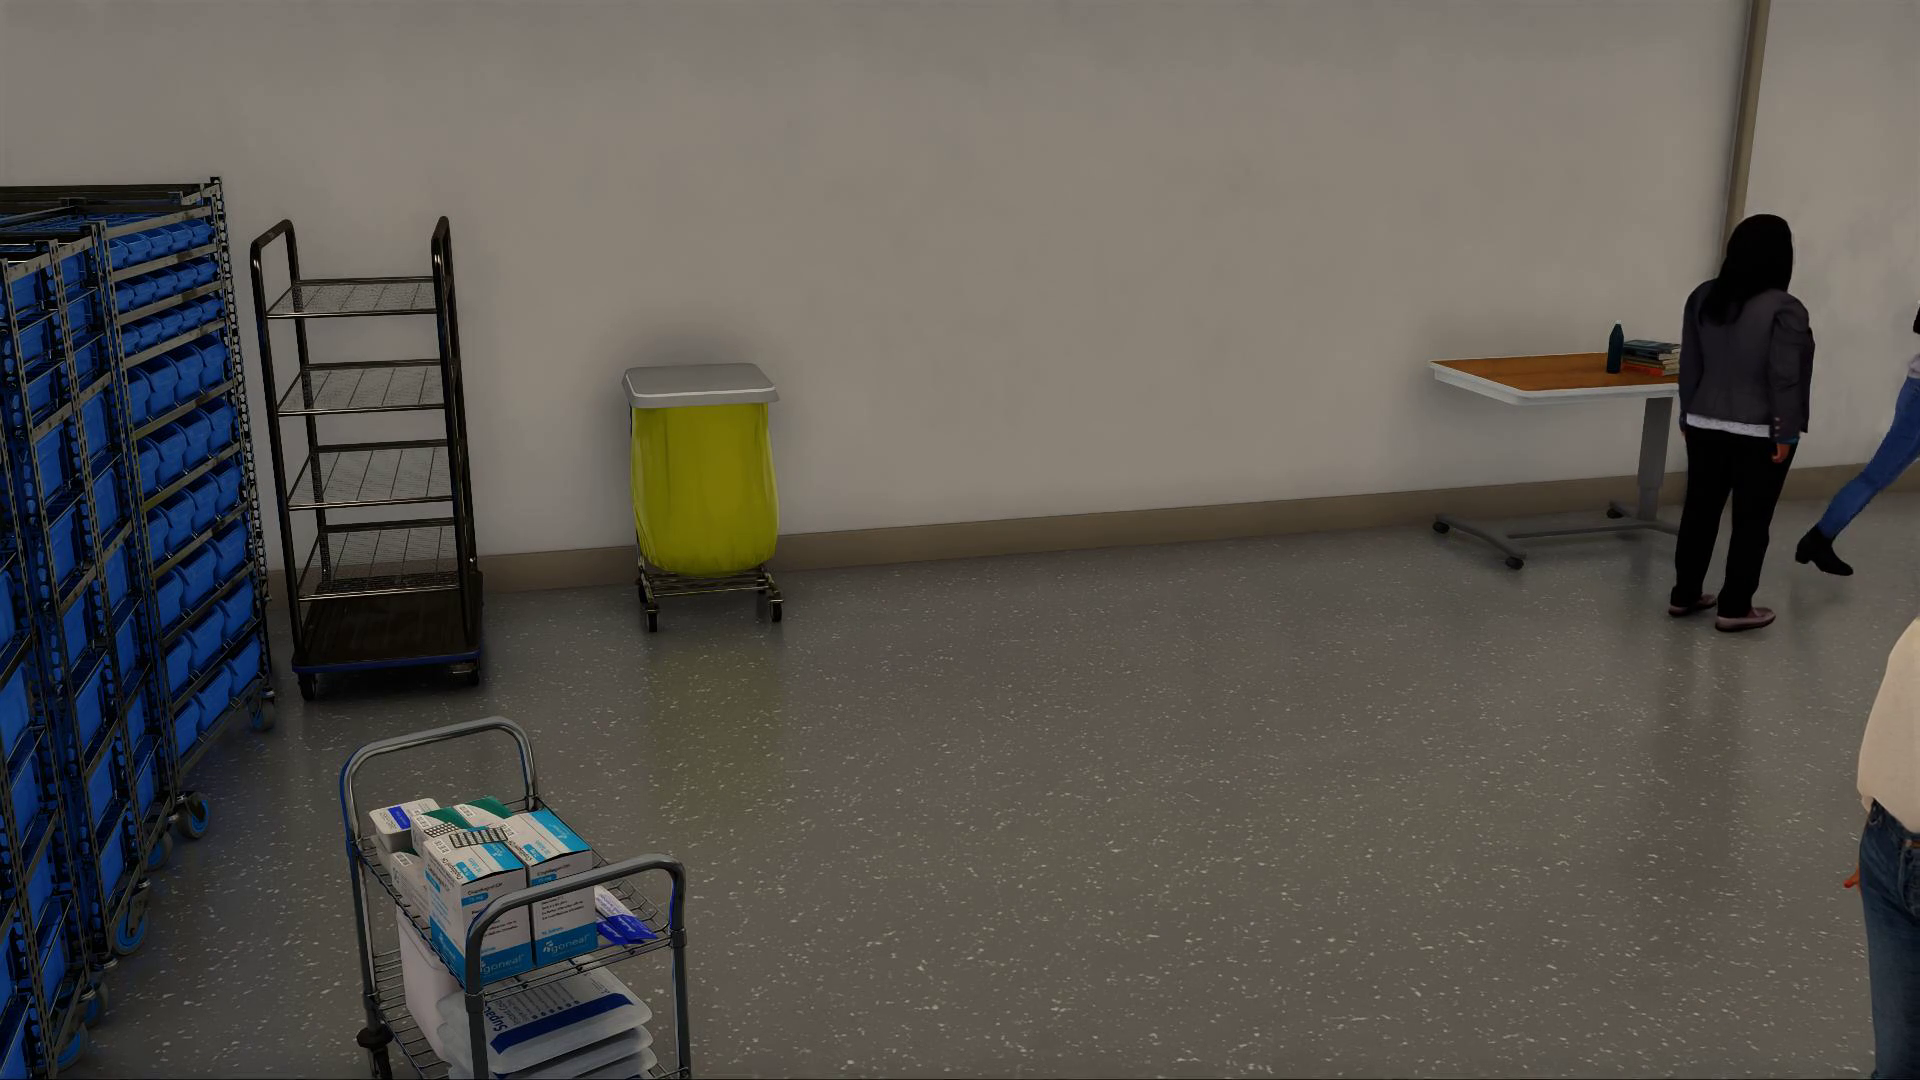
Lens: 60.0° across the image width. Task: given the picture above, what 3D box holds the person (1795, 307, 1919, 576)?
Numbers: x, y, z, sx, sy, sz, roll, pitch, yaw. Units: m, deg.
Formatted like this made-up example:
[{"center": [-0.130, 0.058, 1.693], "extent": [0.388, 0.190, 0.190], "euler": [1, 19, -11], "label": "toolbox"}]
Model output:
[{"center": [3.849, -0.533, 6.749], "extent": [1.107, 1.582, 1.115], "euler": [10, 19, 32], "label": "person"}]

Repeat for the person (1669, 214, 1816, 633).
[{"center": [3.001, -0.445, 6.408], "extent": [0.731, 1.596, 0.733], "euler": [-8, 18, -27], "label": "person"}]
